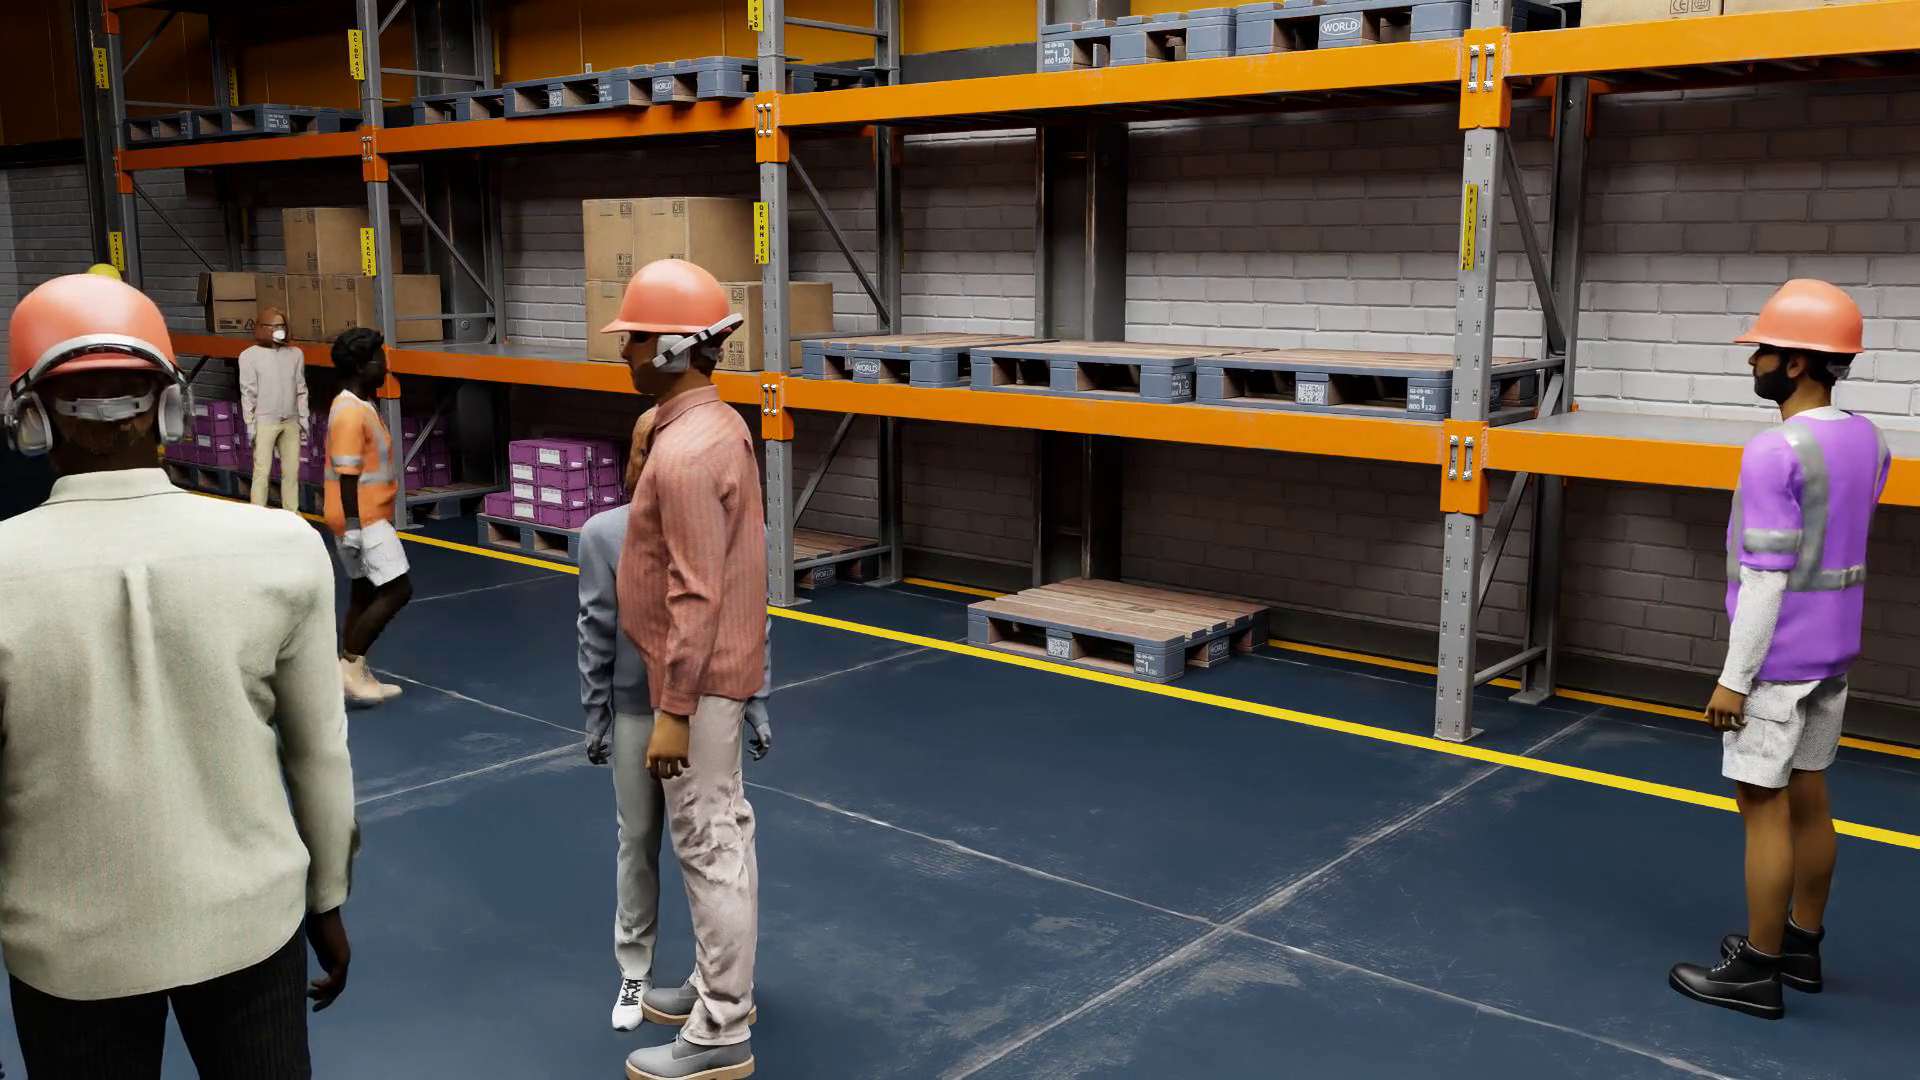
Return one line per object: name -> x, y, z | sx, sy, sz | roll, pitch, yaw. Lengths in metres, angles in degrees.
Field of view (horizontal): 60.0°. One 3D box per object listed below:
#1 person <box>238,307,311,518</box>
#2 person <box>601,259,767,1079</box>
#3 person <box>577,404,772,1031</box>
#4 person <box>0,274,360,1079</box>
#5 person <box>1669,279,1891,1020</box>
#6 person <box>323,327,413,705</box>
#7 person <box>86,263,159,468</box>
person -> -4.720, -0.793, 11.492 | 0.285, 1.625, 0.495 | 6, 12, 32
person -> -0.655, 0.326, 4.057 | 0.377, 1.995, 0.608 | 0, 10, -2
person -> -0.734, 0.457, 4.338 | 0.500, 1.633, 0.280 | -2, 10, -13
person -> -1.243, 0.595, 2.556 | 0.612, 1.983, 0.409 | -7, 12, -36
person -> 2.171, 0.292, 4.400 | 0.547, 1.942, 0.350 | -8, 12, -37
person -> -2.604, -0.085, 7.314 | 0.368, 1.677, 0.541 | -4, 11, -19
person -> -5.448, -0.820, 10.792 | 0.383, 1.921, 0.586 | 3, 11, 19
